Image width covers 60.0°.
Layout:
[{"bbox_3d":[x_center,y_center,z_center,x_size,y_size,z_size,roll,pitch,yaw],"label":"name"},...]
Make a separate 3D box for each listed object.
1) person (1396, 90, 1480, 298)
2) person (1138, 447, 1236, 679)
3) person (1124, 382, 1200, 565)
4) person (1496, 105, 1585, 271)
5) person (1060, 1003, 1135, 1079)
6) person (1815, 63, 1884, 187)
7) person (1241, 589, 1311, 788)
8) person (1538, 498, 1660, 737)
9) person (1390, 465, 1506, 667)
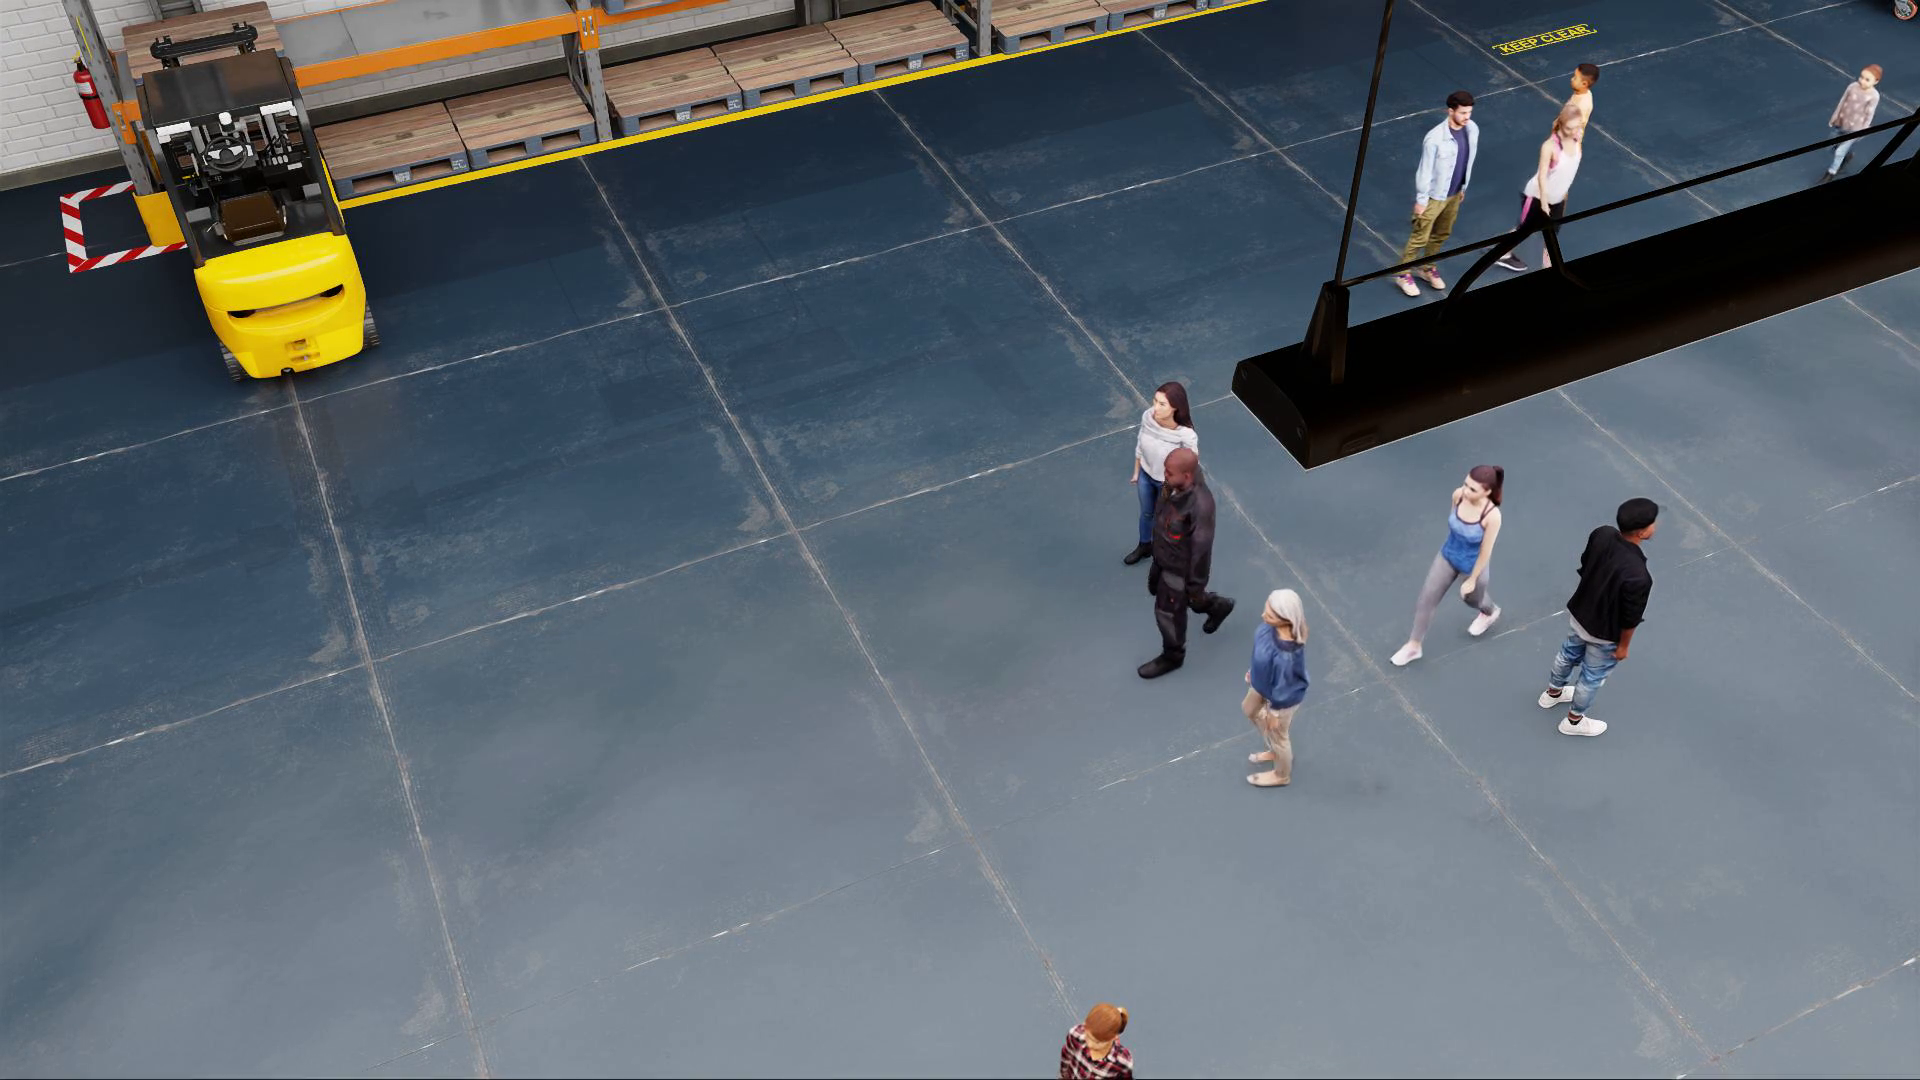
[{"bbox_3d":[3.891,-2.819,13.480,0.499,1.809,0.735,-20,47,-20],"label":"person"},{"bbox_3d":[1.469,0.086,10.448,0.997,1.785,0.796,-14,45,-14],"label":"person"},{"bbox_3d":[1.348,-0.406,11.076,0.627,1.632,0.666,-34,53,-31],"label":"person"},{"bbox_3d":[4.734,-2.835,13.559,0.951,1.723,0.728,-23,48,-23],"label":"person"},{"bbox_3d":[0.657,2.651,8.104,0.616,1.305,0.651,25,49,24],"label":"person"},{"bbox_3d":[7.995,-3.732,14.891,0.721,1.185,0.534,-23,48,-23],"label":"person"},{"bbox_3d":[1.941,0.872,9.700,0.751,1.679,0.727,5,44,6],"label":"person"},{"bbox_3d":[3.868,0.457,10.039,0.659,1.813,0.731,-10,45,-10],"label":"person"},{"bbox_3d":[3.263,0.138,10.554,1.135,1.564,0.679,-25,49,-24],"label":"person"}]
